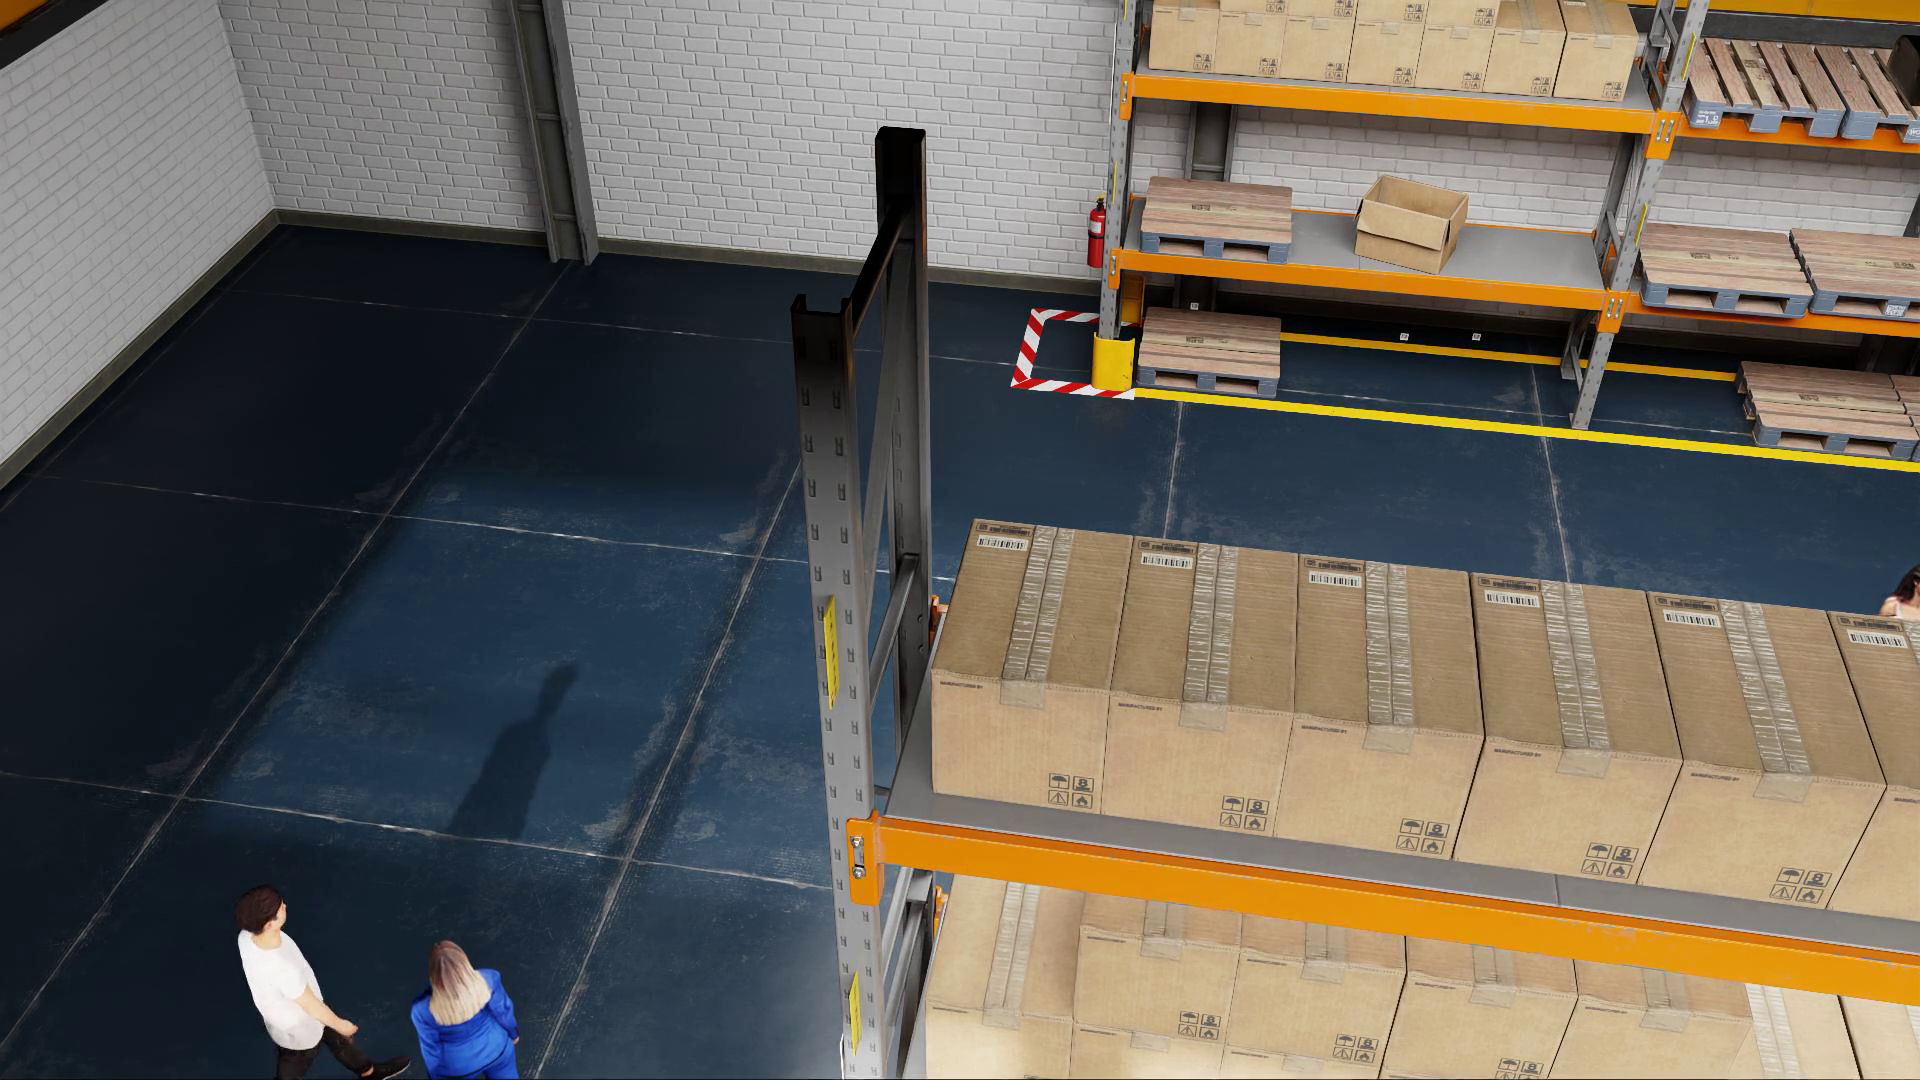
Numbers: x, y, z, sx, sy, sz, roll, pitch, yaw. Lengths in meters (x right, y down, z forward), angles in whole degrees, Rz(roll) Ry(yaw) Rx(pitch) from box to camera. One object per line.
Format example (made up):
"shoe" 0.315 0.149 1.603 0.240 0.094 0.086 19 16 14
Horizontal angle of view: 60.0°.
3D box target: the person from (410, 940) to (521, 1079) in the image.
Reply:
"person" -2.387 2.546 8.177 0.706 1.700 0.761 -25 45 -28

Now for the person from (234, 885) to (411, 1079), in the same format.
"person" -3.418 2.434 8.331 1.178 1.682 1.093 -21 43 -25
